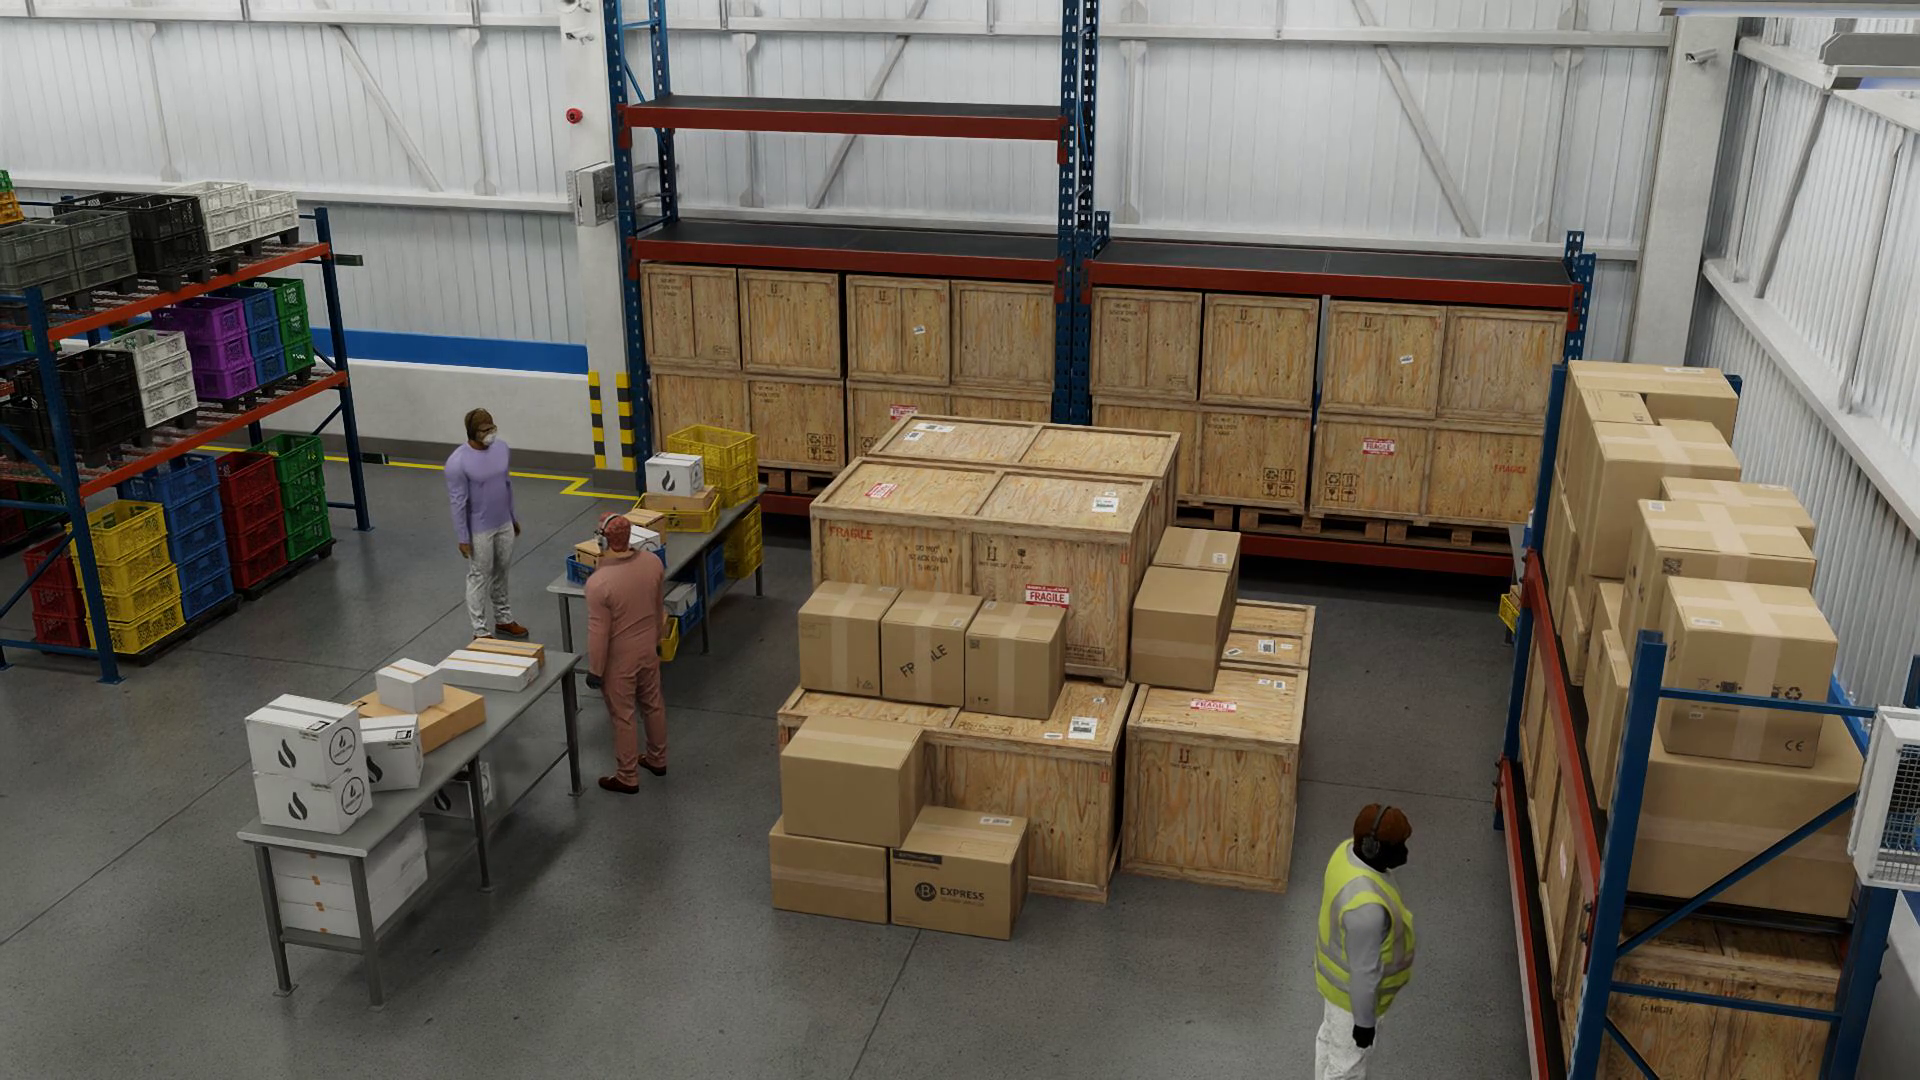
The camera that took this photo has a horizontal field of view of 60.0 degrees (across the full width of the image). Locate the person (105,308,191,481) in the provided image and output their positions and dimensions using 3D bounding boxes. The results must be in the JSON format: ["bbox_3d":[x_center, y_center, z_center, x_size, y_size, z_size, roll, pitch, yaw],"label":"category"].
[{"bbox_3d":[-8.090,-1.417,16.509,0.442,1.852,0.633,12,24,28],"label":"person"}]

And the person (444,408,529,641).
[{"bbox_3d":[-3.675,-0.097,12.943,0.356,1.936,0.638,11,23,26],"label":"person"}]

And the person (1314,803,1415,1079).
[{"bbox_3d":[1.820,2.018,7.549,0.430,1.841,0.624,2,21,6],"label":"person"}]

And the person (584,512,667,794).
[{"bbox_3d":[-2.194,0.725,10.836,0.406,1.911,0.637,14,25,32],"label":"person"}]
